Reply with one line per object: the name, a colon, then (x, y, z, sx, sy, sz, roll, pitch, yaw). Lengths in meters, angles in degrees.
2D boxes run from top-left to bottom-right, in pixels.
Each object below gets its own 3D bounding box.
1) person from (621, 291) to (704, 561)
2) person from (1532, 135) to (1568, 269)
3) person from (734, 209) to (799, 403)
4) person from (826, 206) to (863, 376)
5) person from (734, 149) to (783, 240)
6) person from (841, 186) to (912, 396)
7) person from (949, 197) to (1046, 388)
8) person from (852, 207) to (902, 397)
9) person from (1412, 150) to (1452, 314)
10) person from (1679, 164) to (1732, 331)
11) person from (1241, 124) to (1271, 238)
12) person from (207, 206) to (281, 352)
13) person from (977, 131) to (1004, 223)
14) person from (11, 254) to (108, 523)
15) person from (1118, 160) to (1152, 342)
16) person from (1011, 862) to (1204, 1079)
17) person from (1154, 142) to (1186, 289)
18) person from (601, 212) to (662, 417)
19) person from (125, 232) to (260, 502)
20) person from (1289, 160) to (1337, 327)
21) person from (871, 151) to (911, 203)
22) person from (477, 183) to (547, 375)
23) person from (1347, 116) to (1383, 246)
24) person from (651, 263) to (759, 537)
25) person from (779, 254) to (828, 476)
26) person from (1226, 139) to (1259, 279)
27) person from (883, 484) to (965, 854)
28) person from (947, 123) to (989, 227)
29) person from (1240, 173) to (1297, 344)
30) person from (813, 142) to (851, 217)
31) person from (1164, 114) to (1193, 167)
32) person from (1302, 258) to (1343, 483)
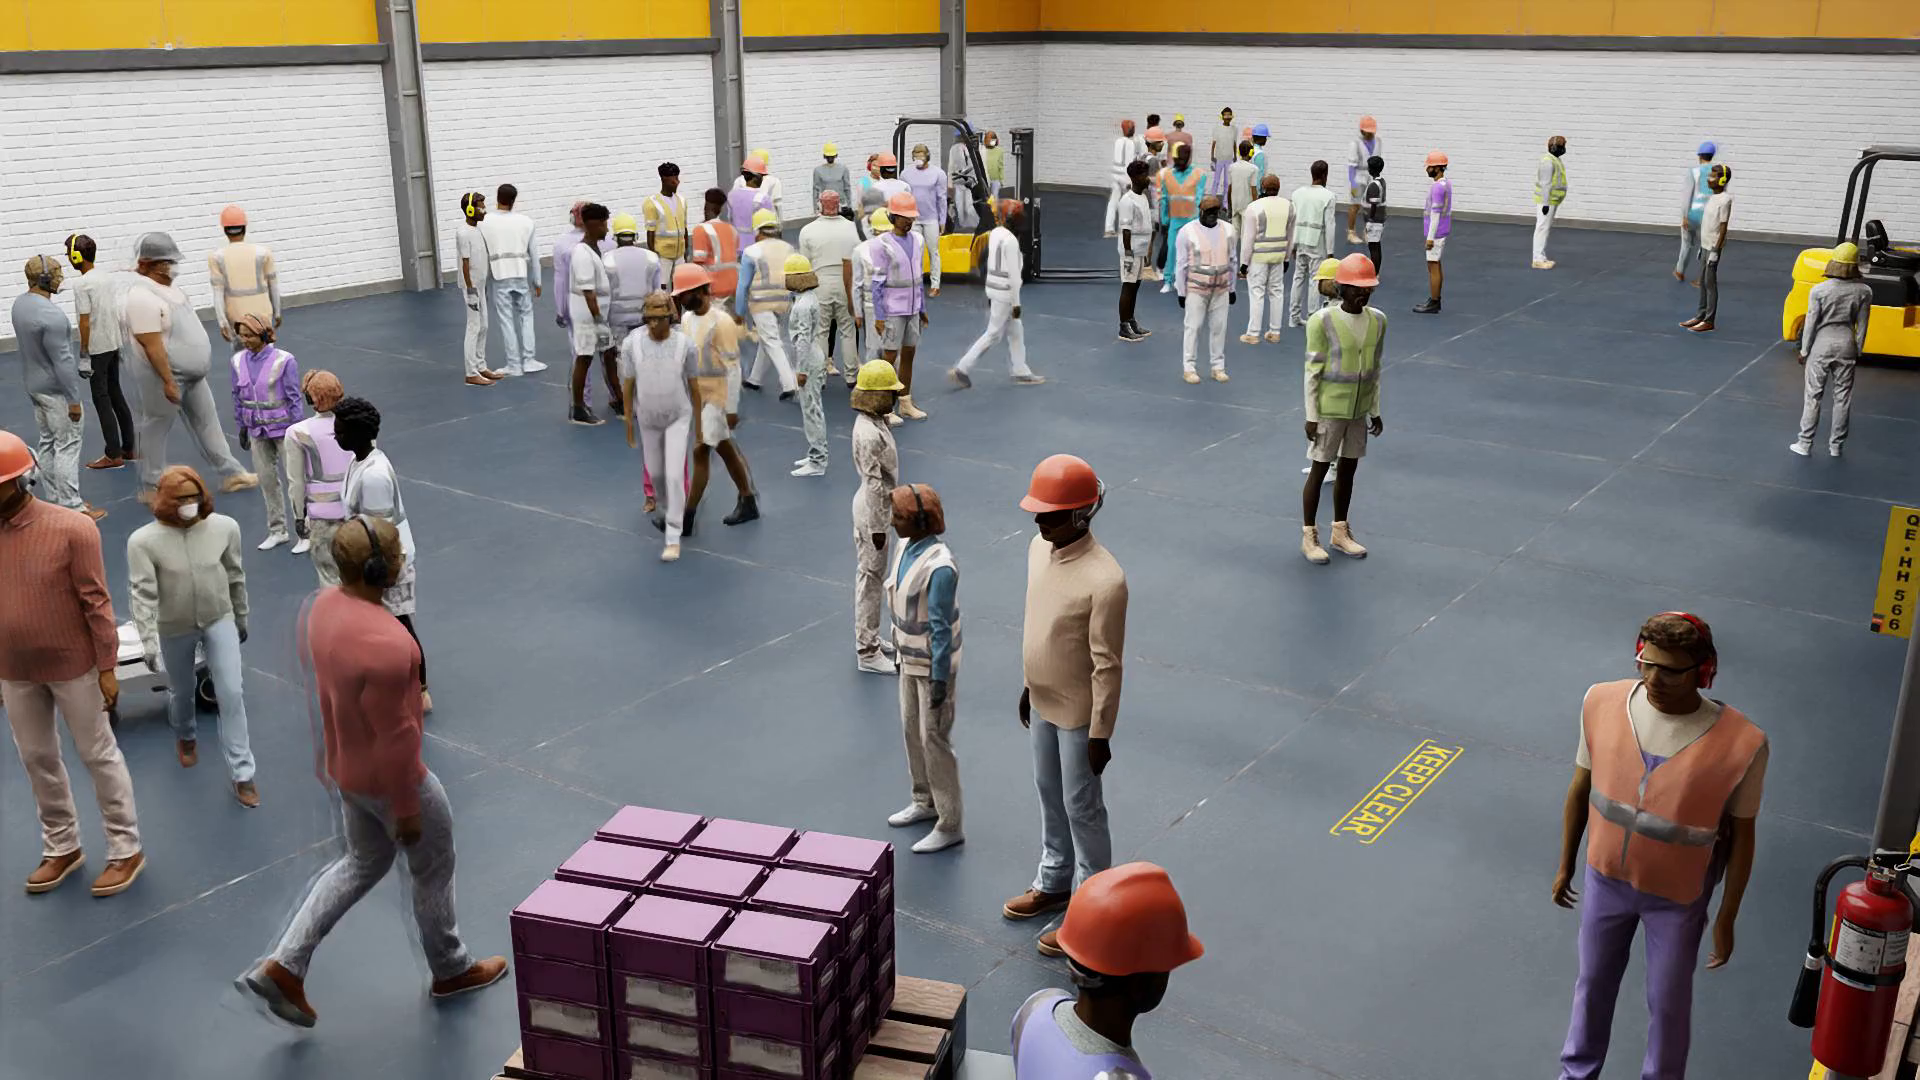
person: (-1.985, -0.814, 11.229, 0.525, 1.812, 0.833, 0, 18, 0)
person: (8.347, -4.780, 23.532, 0.430, 1.843, 0.625, 9, 20, 27)
person: (-1.784, -2.187, 15.545, 0.946, 1.776, 0.611, 15, 23, 38)
person: (-1.159, -2.481, 16.591, 0.536, 1.688, 0.322, -10, 20, -29)
person: (-2.537, -3.951, 20.897, 0.629, 1.860, 1.006, 0, 18, -1)
person: (-0.762, -2.379, 15.697, 0.687, 2.000, 1.029, -2, 18, -6)
person: (0.354, -2.351, 15.937, 0.947, 1.850, 0.587, -4, 18, -13)
person: (-0.693, -2.156, 15.361, 0.605, 1.818, 0.403, -6, 19, -19)
person: (5.696, -3.703, 20.028, 0.389, 1.929, 0.544, 7, 19, 21)
person: (8.506, -3.310, 18.880, 0.328, 1.876, 0.513, 2, 18, 5)
person: (4.333, -5.118, 24.435, 0.415, 1.940, 0.605, -2, 18, -7)
person: (-6.341, -2.013, 14.816, 0.545, 1.892, 1.012, -6, 19, -19)
person: (0.492, -5.932, 27.488, 0.497, 1.626, 0.287, -9, 20, -25)
person: (-6.365, -1.042, 11.706, 0.634, 1.928, 0.381, 14, 23, 38)
person: (1.934, -3.195, 18.371, 0.366, 1.966, 0.607, 7, 19, 21)
person: (0.308, 1.588, 3.538, 0.386, 1.892, 0.543, -6, 19, -19)
person: (2.825, -4.258, 21.806, 0.584, 1.906, 0.594, -2, 18, -6)
person: (-2.947, -1.989, 14.820, 0.599, 1.833, 0.403, -9, 20, -26)
person: (-5.699, -1.277, 12.249, 0.937, 2.000, 0.705, -1, 18, -4)
person: (4.004, -3.357, 18.975, 0.384, 1.910, 0.594, -15, 23, -38)
person: (-0.851, -3.654, 19.871, 0.544, 1.930, 0.389, -10, 20, -28)
person: (-4.489, -2.591, 16.612, 0.626, 1.893, 0.392, -10, 20, -29)
person: (6.222, -5.515, 25.606, 0.629, 1.974, 0.856, -6, 19, -19)
person: (-1.817, -0.971, 11.546, 0.945, 1.880, 0.563, -12, 21, -34)
person: (-1.228, -1.373, 13.057, 0.345, 1.733, 0.488, -1, 18, -2)
person: (3.842, -4.477, 22.561, 0.334, 1.860, 0.509, -16, 24, -40)
person: (-0.149, 0.541, 7.232, 0.313, 1.627, 0.527, -7, 19, -22)
person: (0.070, -5.351, 25.185, 0.654, 1.913, 0.589, 9, 20, 27)
person: (3.335, -3.067, 18.171, 0.634, 1.842, 0.429, -8, 19, -23)
person: (-1.811, -4.743, 23.560, 0.534, 1.757, 0.353, -2, 18, -6)
person: (3.880, -6.710, 29.707, 0.523, 1.759, 0.339, 3, 18, 9)
person: (2.840, -1.302, 12.829, 0.332, 1.734, 0.482, 1, 18, 4)
